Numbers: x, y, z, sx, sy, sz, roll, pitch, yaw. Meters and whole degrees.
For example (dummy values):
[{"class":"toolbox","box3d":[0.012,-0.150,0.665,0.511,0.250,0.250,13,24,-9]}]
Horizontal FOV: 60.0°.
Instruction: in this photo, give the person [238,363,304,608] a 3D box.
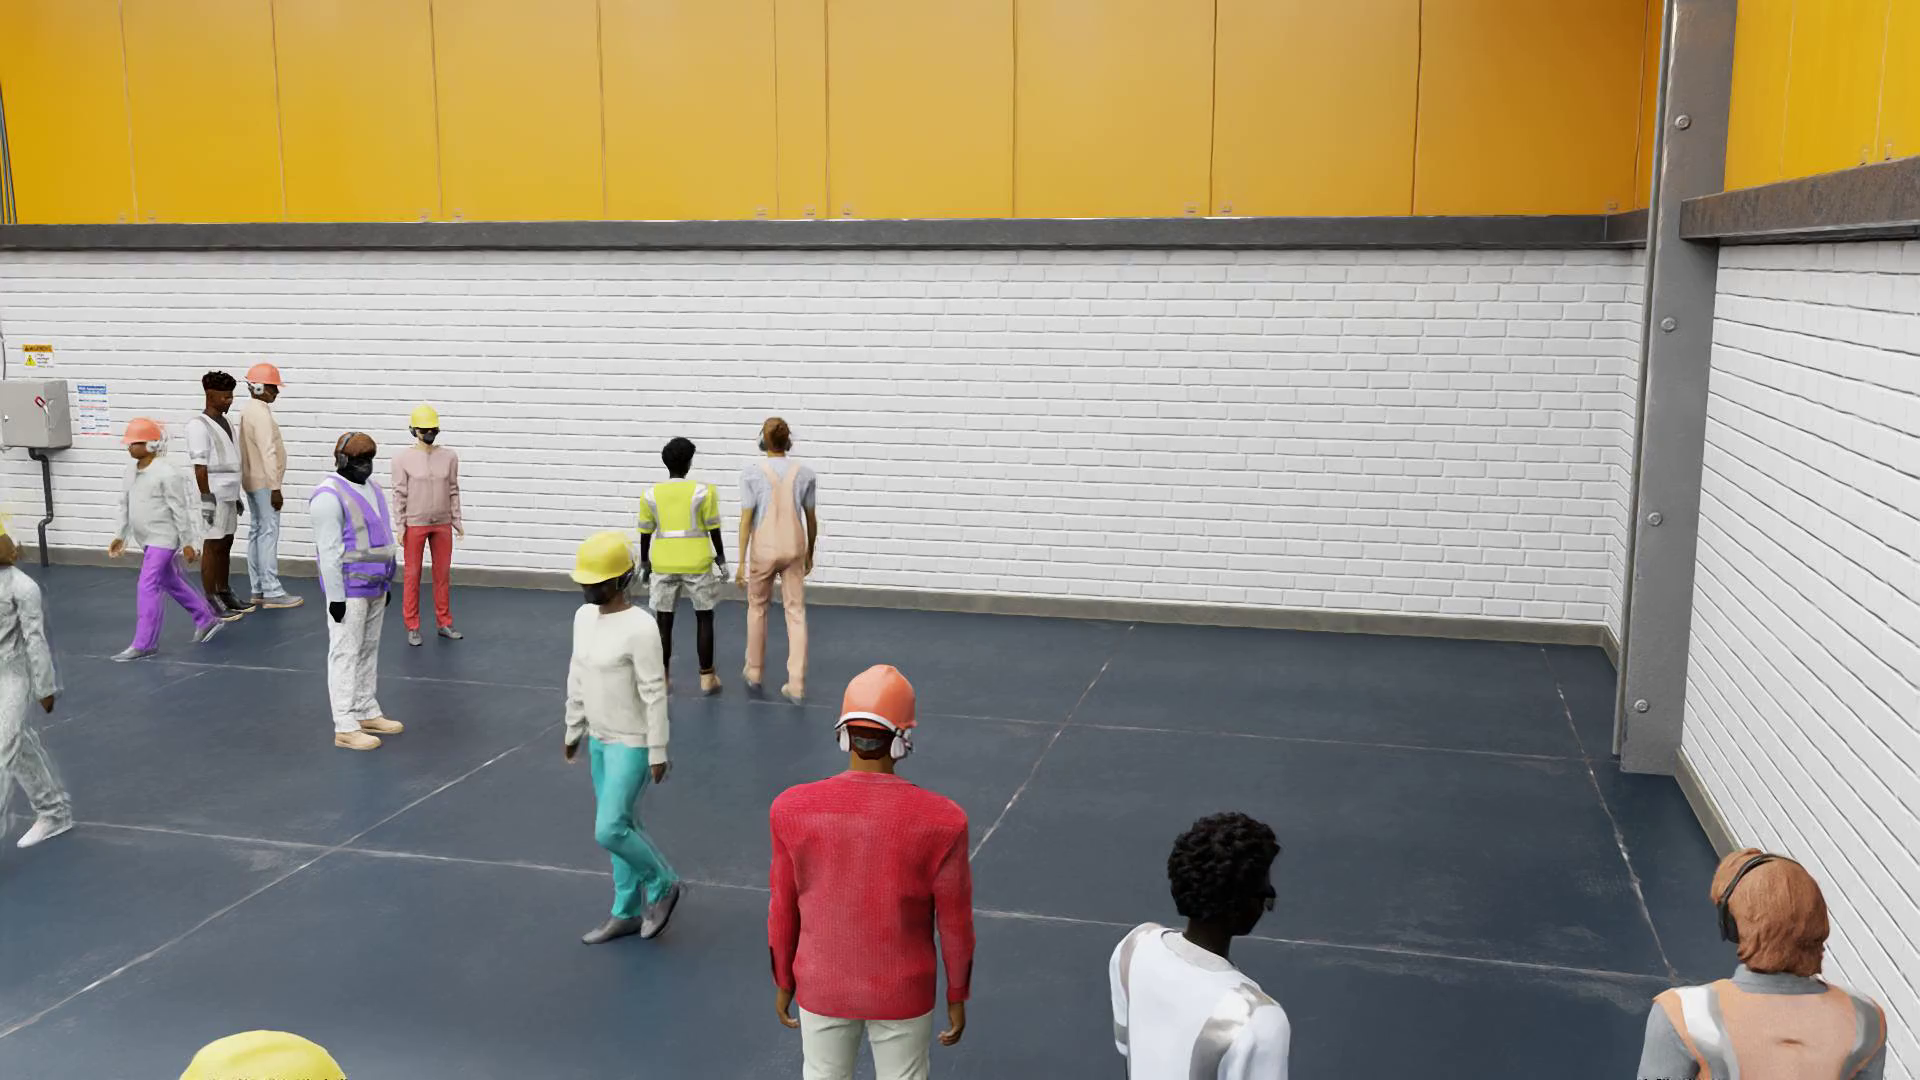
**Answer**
[{"class":"person","box3d":[-5.642,-0.443,13.535,0.392,1.988,0.608,-7,12,-37]}]

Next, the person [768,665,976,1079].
[{"class":"person","box3d":[-0.240,1.202,4.591,0.576,1.737,0.355,1,10,5]}]

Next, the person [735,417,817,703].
[{"class":"person","box3d":[-1.212,0.111,10.805,0.582,1.806,0.850,-4,10,-21]}]

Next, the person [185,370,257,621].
[{"class":"person","box3d":[-5.823,-0.354,13.095,0.379,1.959,0.602,0,10,-2]}]

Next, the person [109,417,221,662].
[{"class":"person","box3d":[-5.741,-0.038,11.963,0.559,1.717,0.862,7,12,37]}]

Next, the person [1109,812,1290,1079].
[{"class":"person","box3d":[0.513,1.401,3.566,0.319,1.688,0.540,-6,11,-30]}]

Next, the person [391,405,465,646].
[{"class":"person","box3d":[-3.909,-0.114,12.249,0.524,1.769,0.316,-9,13,-41]}]

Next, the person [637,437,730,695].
[{"class":"person","box3d":[-1.786,0.181,10.747,0.597,1.686,0.352,2,10,10]}]

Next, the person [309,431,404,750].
[{"class":"person","box3d":[-3.506,0.282,9.715,0.430,1.838,0.623,1,10,7]}]

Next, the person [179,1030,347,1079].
[{"class":"person","box3d":[-0.904,1.541,2.310,0.592,1.832,0.404,7,12,37]}]

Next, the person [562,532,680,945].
[{"class":"person","box3d":[-1.414,0.823,6.779,0.356,1.744,0.564,-8,13,-40]}]

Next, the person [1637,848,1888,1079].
[{"class":"person","box3d":[1.636,1.448,3.463,0.527,1.627,0.313,-1,10,-4]}]

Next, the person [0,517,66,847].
[{"class":"person","box3d":[-4.539,0.686,7.739,0.497,1.696,0.872,3,10,18]}]
